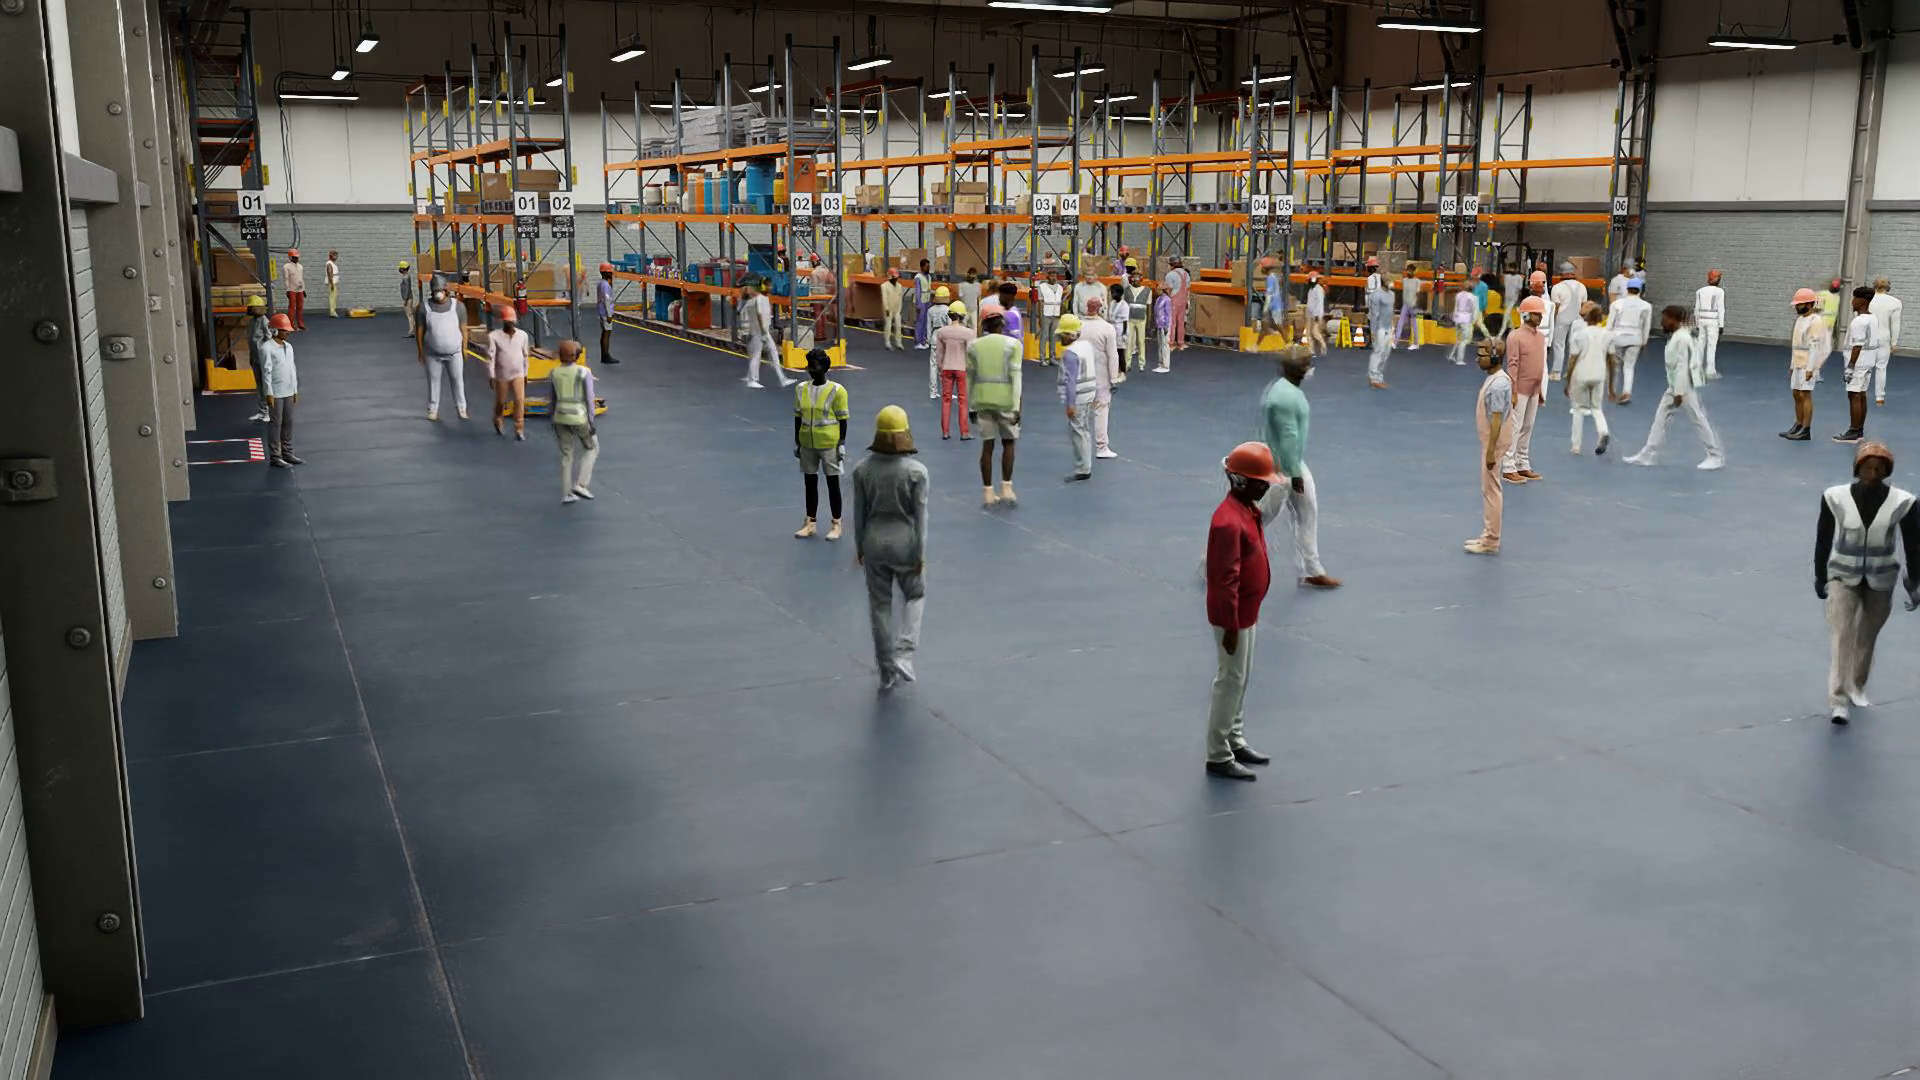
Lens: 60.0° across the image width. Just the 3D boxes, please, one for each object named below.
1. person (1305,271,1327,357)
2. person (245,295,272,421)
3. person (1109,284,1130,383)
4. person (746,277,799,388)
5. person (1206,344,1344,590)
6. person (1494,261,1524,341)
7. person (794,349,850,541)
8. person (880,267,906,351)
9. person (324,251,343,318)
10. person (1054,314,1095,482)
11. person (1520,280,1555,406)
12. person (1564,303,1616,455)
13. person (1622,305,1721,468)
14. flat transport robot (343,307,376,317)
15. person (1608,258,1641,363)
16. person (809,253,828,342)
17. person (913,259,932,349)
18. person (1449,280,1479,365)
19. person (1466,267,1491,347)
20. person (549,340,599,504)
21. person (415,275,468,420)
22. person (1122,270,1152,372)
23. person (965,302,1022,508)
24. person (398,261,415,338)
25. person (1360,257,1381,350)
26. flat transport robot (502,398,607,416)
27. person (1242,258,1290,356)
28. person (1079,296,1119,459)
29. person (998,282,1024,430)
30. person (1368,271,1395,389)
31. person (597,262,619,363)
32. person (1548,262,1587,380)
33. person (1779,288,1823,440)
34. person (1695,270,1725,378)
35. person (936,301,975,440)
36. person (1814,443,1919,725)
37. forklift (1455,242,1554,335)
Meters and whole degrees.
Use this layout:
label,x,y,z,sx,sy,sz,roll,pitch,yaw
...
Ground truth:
label,x,y,z,sx,sy,sz,roll,pitch,yaw
person,7.104,-4.506,33.243,0.461,1.716,0.619,-4,12,-20
person,-9.721,-2.521,23.099,0.483,1.745,0.304,8,14,36
person,2.714,-3.523,28.345,0.393,1.678,0.556,-5,12,-23
person,-3.129,-3.405,27.375,0.923,1.824,0.571,3,11,13
person,2.432,-0.563,12.774,1.005,1.905,0.628,5,12,23
person,12.319,-5.372,37.448,0.731,1.814,0.548,-6,13,-29
person,-1.235,-0.839,14.669,0.541,1.695,0.316,5,12,24
person,-1.402,-4.819,34.765,0.579,1.744,0.383,-9,14,-39
person,-17.272,-7.031,45.783,0.396,1.837,0.564,-2,11,-10
person,1.236,-1.521,17.850,0.421,1.815,0.640,4,12,21
person,8.576,-2.925,24.801,0.575,1.882,0.359,-3,12,-17
person,7.452,-1.874,19.620,0.549,1.821,0.636,1,11,5
person,8.179,-1.735,18.865,1.043,1.850,0.666,2,11,11
flat transport robot,-16.742,-6.351,46.318,0.652,0.197,1.431,-6,13,-28
person,12.717,-4.372,31.750,0.727,2.000,0.534,-5,12,-24
person,-3.172,-5.402,37.121,0.388,1.987,0.608,4,12,21
person,-0.797,-5.016,35.374,0.393,1.911,0.586,5,12,23
person,9.589,-4.124,31.605,0.359,1.612,0.579,-5,12,-23
person,11.181,-5.037,35.939,0.732,1.729,0.571,-7,13,-32
person,-3.831,-1.168,16.513,0.549,1.619,0.397,4,12,21
person,-7.206,-2.686,23.182,0.694,2.000,0.535,-4,12,-20
person,3.198,-3.976,30.231,0.569,1.845,0.384,3,11,14
person,0.324,-1.330,16.411,0.628,1.989,0.652,4,12,18
person,-12.854,-5.585,38.617,0.312,1.768,0.522,-3,12,-15
person,8.688,-4.984,35.143,0.366,1.930,0.542,7,13,31
flat transport robot,-5.831,-1.906,23.731,1.431,0.197,0.652,1,11,5
person,6.277,-4.708,33.644,1.014,1.978,0.597,1,11,7
person,1.591,-1.915,19.605,0.651,1.906,0.403,8,14,34
person,0.671,-2.441,22.124,0.369,1.965,0.609,1,11,3
person,6.943,-3.457,27.369,0.360,1.936,0.636,11,15,43
person,-6.773,-4.361,31.954,0.356,1.937,0.552,-5,12,-22
person,10.425,-3.781,28.746,0.682,2.000,0.536,-4,12,-19
person,10.721,-2.233,21.194,0.391,1.923,0.549,1,11,3
person,13.122,-3.773,29.101,0.355,1.887,0.574,-5,12,-24
person,-0.043,-2.147,21.142,0.532,1.768,0.311,5,12,23
person,5.142,0.240,9.449,0.535,1.586,0.883,6,13,27
forklift,13.047,-6.049,39.881,2.313,2.155,1.214,-5,12,-23
